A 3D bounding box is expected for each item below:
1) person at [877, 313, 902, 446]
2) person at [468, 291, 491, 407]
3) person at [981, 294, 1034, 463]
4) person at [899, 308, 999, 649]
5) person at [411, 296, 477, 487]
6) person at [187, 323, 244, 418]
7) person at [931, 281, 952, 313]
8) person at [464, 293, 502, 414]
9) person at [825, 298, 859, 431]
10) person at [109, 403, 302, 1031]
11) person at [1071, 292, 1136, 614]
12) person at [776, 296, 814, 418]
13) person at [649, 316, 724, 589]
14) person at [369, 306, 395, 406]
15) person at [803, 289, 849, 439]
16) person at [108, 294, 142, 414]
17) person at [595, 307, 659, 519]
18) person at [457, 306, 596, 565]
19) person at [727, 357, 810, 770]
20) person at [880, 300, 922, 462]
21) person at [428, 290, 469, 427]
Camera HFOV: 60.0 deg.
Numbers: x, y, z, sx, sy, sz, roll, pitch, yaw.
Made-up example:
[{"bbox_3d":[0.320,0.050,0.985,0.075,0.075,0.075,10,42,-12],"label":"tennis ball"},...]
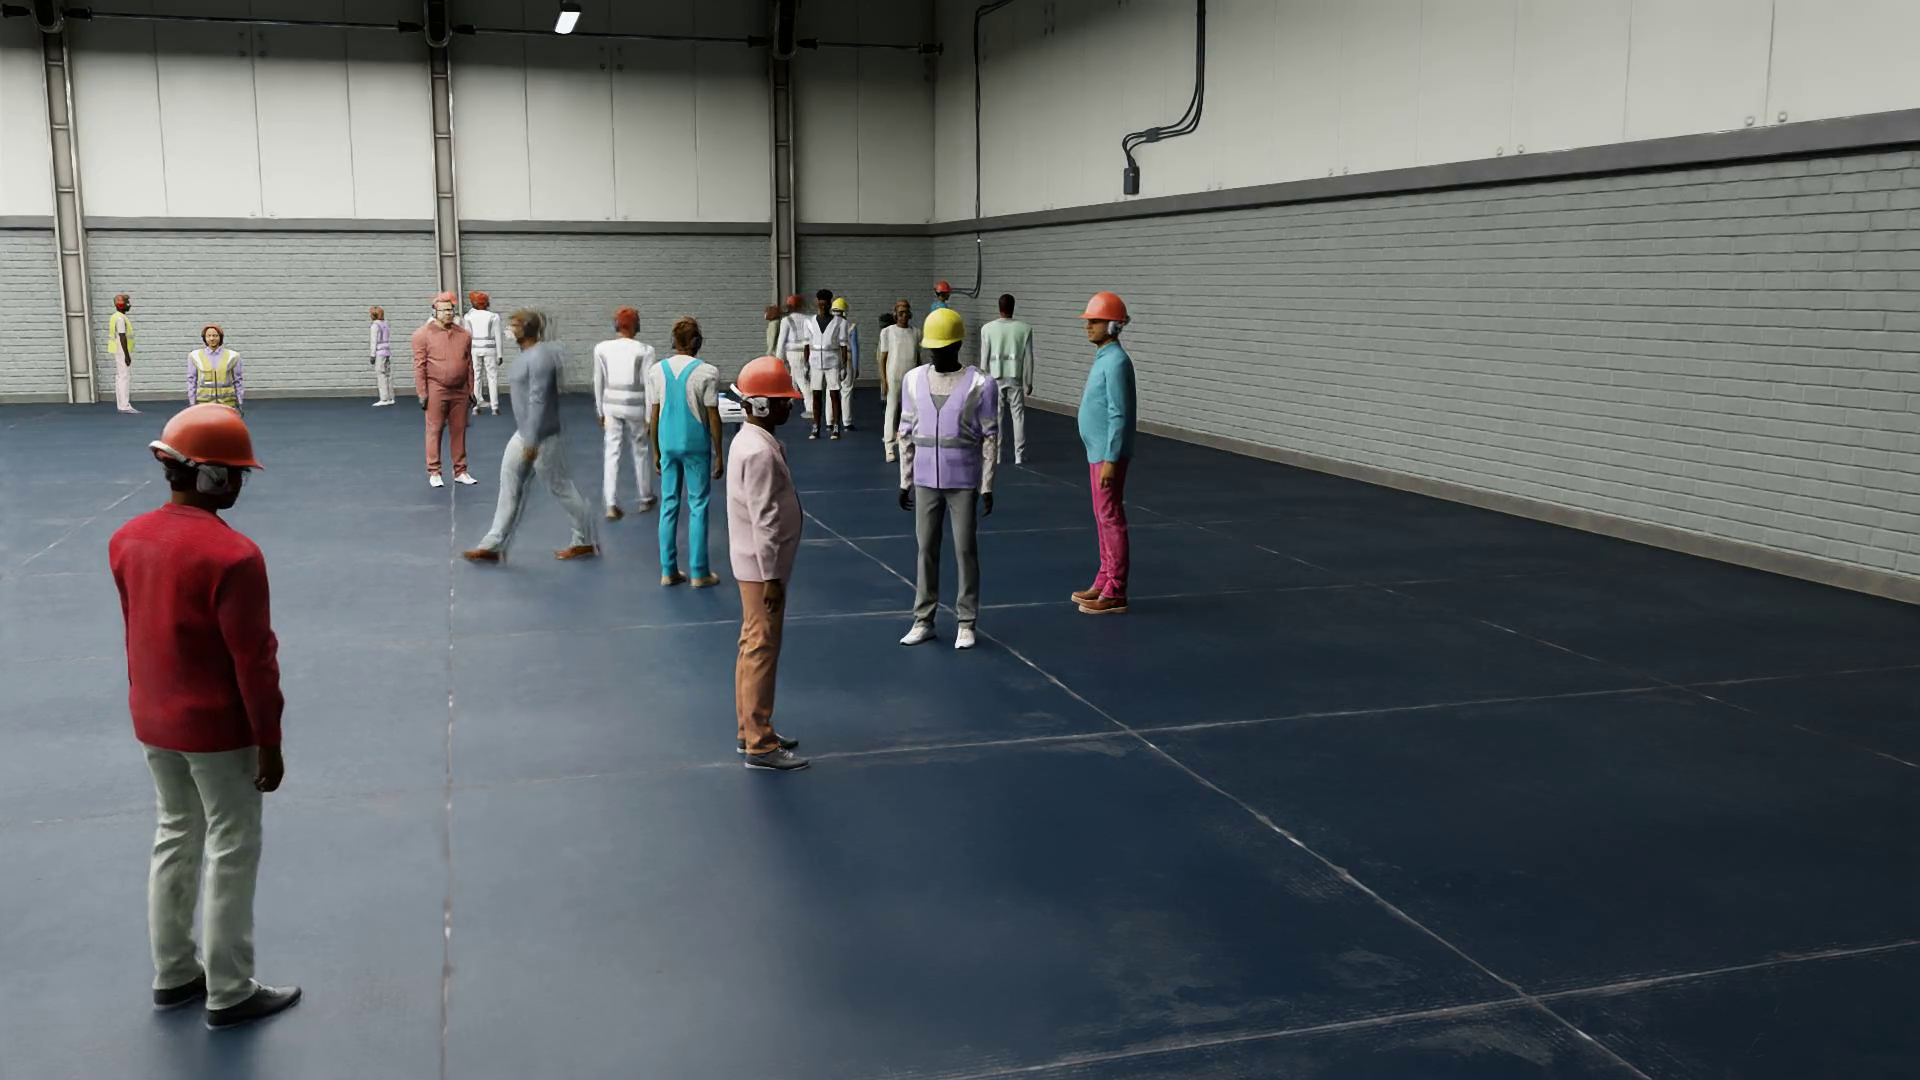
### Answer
[{"bbox_3d":[-0.855,-1.993,20.687,0.404,1.662,0.554,-3,10,-21],"label":"person"},{"bbox_3d":[-7.855,-3.107,27.129,0.355,1.884,0.575,-3,9,-20],"label":"person"},{"bbox_3d":[0.532,-1.817,18.797,0.597,1.915,0.371,0,9,-2],"label":"person"},{"bbox_3d":[-0.078,-0.339,9.366,0.585,1.916,0.387,3,9,19],"label":"person"},{"bbox_3d":[-5.163,-1.492,16.754,0.408,1.908,0.643,9,12,44],"label":"person"},{"bbox_3d":[-7.415,-1.334,16.593,0.513,1.641,0.309,-4,10,-26],"label":"person"},{"bbox_3d":[-0.310,-3.542,29.398,0.374,2.044,0.605,-4,10,-22],"label":"person"},{"bbox_3d":[-7.330,-2.862,25.608,0.572,1.877,0.350,0,9,0],"label":"person"},{"bbox_3d":[-1.645,-2.399,22.823,0.584,1.824,0.405,4,10,26],"label":"person"},{"bbox_3d":[-2.085,0.488,4.646,0.578,1.738,0.354,5,10,29],"label":"person"},{"bbox_3d":[0.907,-0.541,10.399,0.379,1.995,0.622,0,9,-2],"label":"person"},{"bbox_3d":[-2.524,-2.759,25.077,1.000,1.824,0.597,7,11,36],"label":"person"},{"bbox_3d":[-1.833,-0.583,11.194,0.512,1.835,0.359,2,9,15],"label":"person"},{"bbox_3d":[-9.554,-3.028,27.427,0.314,1.633,0.518,1,9,4],"label":"person"},{"bbox_3d":[-1.748,-2.279,21.619,0.603,1.958,0.375,2,9,10],"label":"person"},{"bbox_3d":[-12.943,-2.864,25.691,0.391,1.848,0.563,-6,11,-33],"label":"person"},{"bbox_3d":[-2.930,-1.116,14.598,0.594,1.839,0.981,1,9,6],"label":"person"},{"bbox_3d":[-3.135,-0.749,12.094,1.009,1.885,0.647,-5,10,-30],"label":"person"},{"bbox_3d":[-0.822,0.095,7.111,0.330,1.750,0.572,-2,9,-13],"label":"person"},{"bbox_3d":[-0.658,-1.812,18.986,0.504,1.847,0.345,-3,10,-21],"label":"person"},{"bbox_3d":[-7.198,-2.548,23.425,0.552,1.936,0.404,-7,11,-38],"label":"person"}]
